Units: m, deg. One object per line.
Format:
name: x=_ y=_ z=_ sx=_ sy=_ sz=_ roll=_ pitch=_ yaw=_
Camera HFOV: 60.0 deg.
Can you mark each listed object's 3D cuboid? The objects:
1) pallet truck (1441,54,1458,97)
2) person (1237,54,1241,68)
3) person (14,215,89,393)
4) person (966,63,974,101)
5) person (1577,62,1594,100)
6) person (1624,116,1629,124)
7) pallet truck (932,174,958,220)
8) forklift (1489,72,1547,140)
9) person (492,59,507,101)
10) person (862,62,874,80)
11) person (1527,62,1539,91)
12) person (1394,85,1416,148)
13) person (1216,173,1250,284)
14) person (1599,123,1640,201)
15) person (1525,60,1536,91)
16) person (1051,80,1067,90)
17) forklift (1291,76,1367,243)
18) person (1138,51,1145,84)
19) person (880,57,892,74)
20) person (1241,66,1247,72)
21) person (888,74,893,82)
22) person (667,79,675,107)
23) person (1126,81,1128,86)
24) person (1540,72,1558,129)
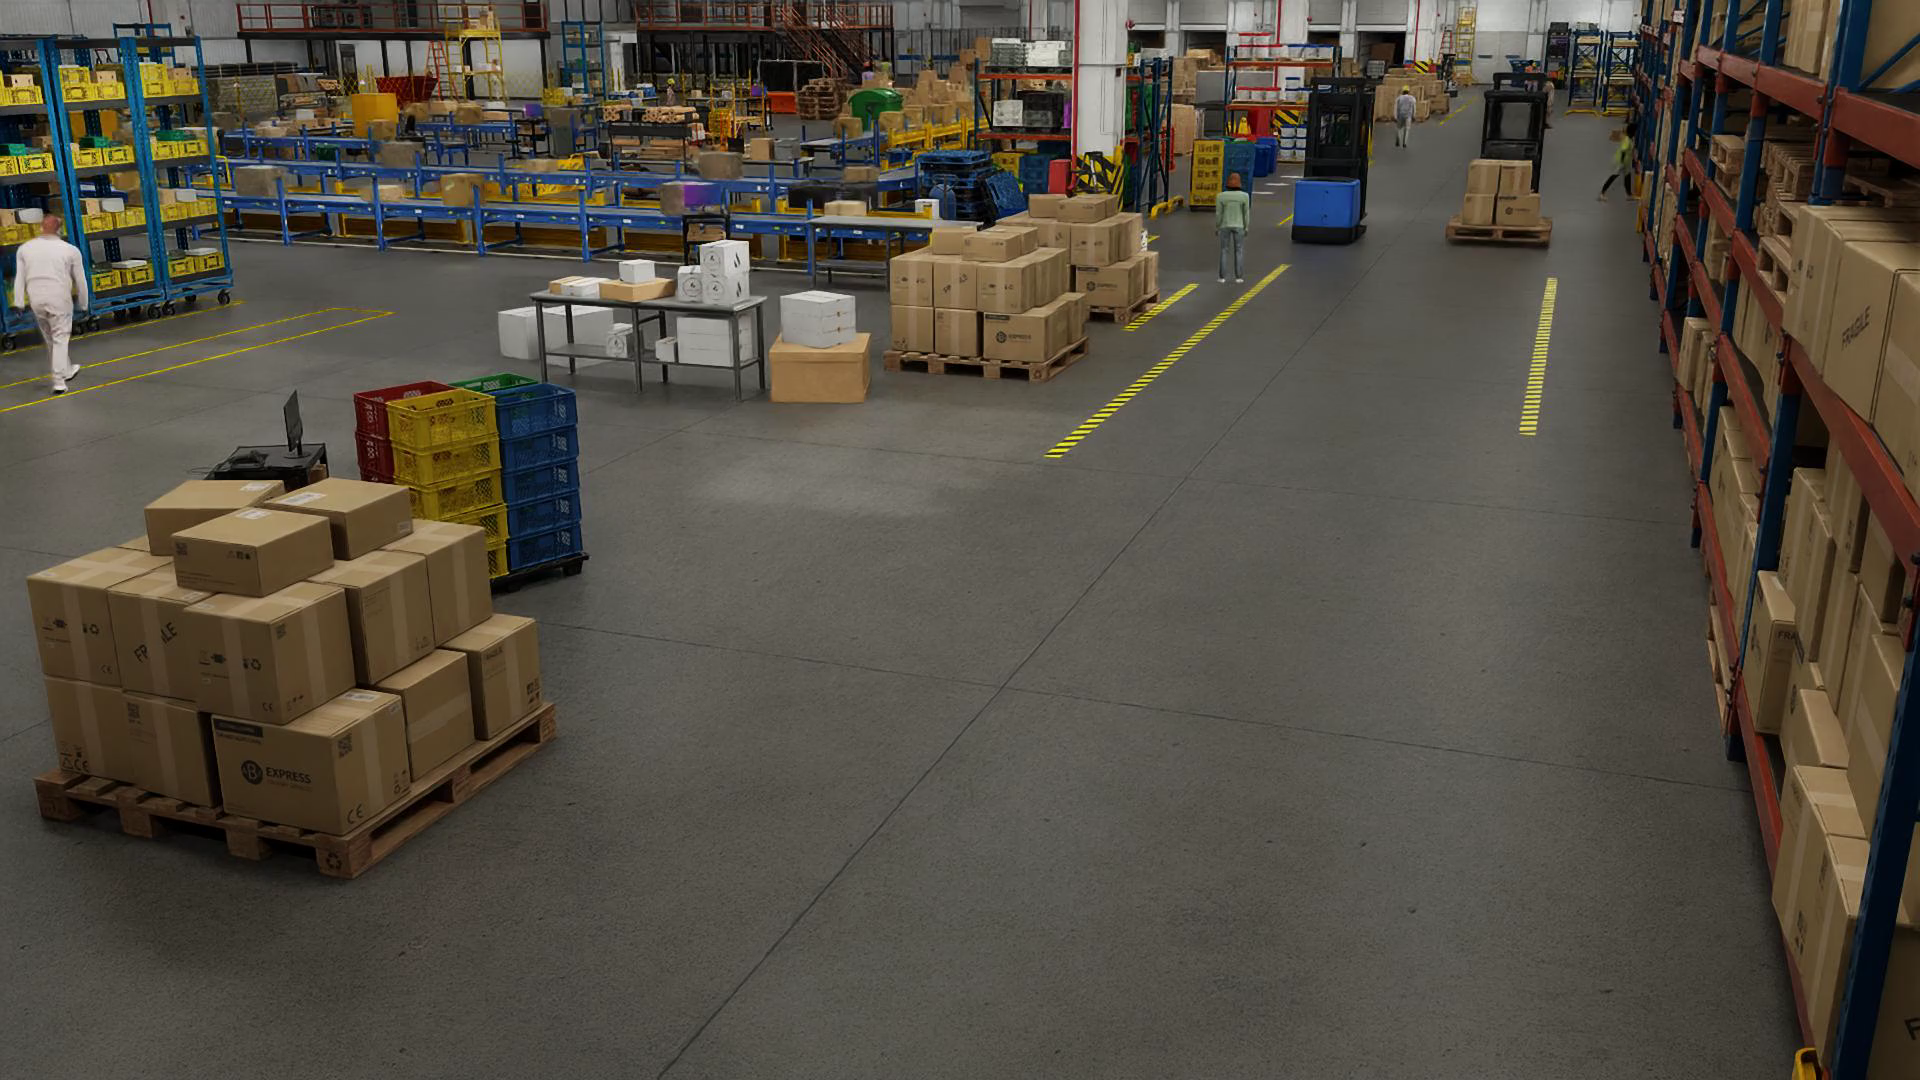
pallet truck: x=22.765 y=-21.886 z=78.355 sx=0.823 sy=1.965 sz=1.885 roll=-4 pitch=18 yaw=-14
person: x=13.585 y=-22.884 z=81.630 sx=0.416 sy=1.911 sz=0.602 roll=3 pitch=18 yaw=9
person: x=-9.715 y=-2.538 z=17.849 sx=0.679 sy=1.827 sz=1.023 roll=-2 pitch=18 yaw=-5
person: x=0.412 y=-18.744 z=68.718 sx=0.400 sy=1.854 sz=0.506 roll=5 pitch=18 yaw=14
person: x=28.270 y=-20.663 z=74.990 sx=0.847 sy=1.709 sz=0.493 roll=5 pitch=18 yaw=17
person: x=24.254 y=-15.758 z=59.280 sx=0.978 sy=1.895 sz=0.561 roll=5 pitch=18 yaw=16
pallet truck: x=-0.507 y=-5.292 z=27.348 sx=0.653 sy=1.274 sz=1.630 roll=6 pitch=19 yaw=19
forklift: x=10.353 y=-7.321 z=31.157 sx=1.129 sy=2.768 sz=1.873 roll=6 pitch=19 yaw=19
person: x=-20.748 y=-20.673 z=74.785 sx=0.791 sy=1.860 sz=0.578 roll=7 pitch=19 yaw=20
person: x=-3.576 y=-17.365 z=64.077 sx=0.391 sy=2.040 sz=0.615 roll=16 pitch=23 yaw=40
person: x=25.371 y=-20.266 z=73.716 sx=0.531 sy=1.722 sz=0.882 roll=9 pitch=20 yaw=25
person: x=13.270 y=-12.635 z=49.631 sx=0.614 sy=1.790 sz=0.896 roll=4 pitch=18 yaw=13
person: x=4.041 y=-4.623 z=24.704 sx=0.498 sy=1.633 sz=0.285 roll=3 pitch=18 yaw=9
person: x=14.086 y=-8.038 z=35.415 sx=0.793 sy=1.649 sz=0.561 roll=11 pitch=21 yaw=31
person: x=27.115 y=-21.964 z=79.084 sx=0.538 sy=1.700 sz=0.317 roll=12 pitch=21 yaw=33
person: x=4.972 y=-23.422 z=83.371 sx=0.976 sy=1.901 sz=0.631 roll=15 pitch=23 yaw=39
forklift: x=6.598 y=-6.755 z=29.381 sx=1.129 sy=2.768 sz=1.873 roll=6 pitch=19 yaw=19
person: x=10.049 y=-26.075 z=91.635 sx=0.585 sy=1.922 sz=0.407 roll=-14 pitch=22 yaw=-37
person: x=-3.566 y=-22.406 z=80.317 sx=0.619 sy=1.802 sz=0.953 roll=1 pitch=18 yaw=3
person: x=12.545 y=-20.478 z=74.210 sx=0.520 sy=1.827 sz=0.637 roll=0 pitch=18 yaw=2
person: x=-2.457 y=-14.984 z=56.918 sx=0.446 sy=1.849 sz=0.566 roll=-9 pitch=20 yaw=-27
person: x=-9.583 y=-14.431 z=55.309 sx=0.310 sy=1.768 sz=0.533 roll=-2 pitch=18 yaw=-6
person: x=5.713 y=-15.570 z=58.442 sx=0.539 sy=2.000 sz=0.684 roll=7 pitch=19 yaw=21
person: x=20.315 y=-15.123 z=57.225 sx=0.396 sy=1.923 sz=0.583 roll=2 pitch=18 yaw=5
